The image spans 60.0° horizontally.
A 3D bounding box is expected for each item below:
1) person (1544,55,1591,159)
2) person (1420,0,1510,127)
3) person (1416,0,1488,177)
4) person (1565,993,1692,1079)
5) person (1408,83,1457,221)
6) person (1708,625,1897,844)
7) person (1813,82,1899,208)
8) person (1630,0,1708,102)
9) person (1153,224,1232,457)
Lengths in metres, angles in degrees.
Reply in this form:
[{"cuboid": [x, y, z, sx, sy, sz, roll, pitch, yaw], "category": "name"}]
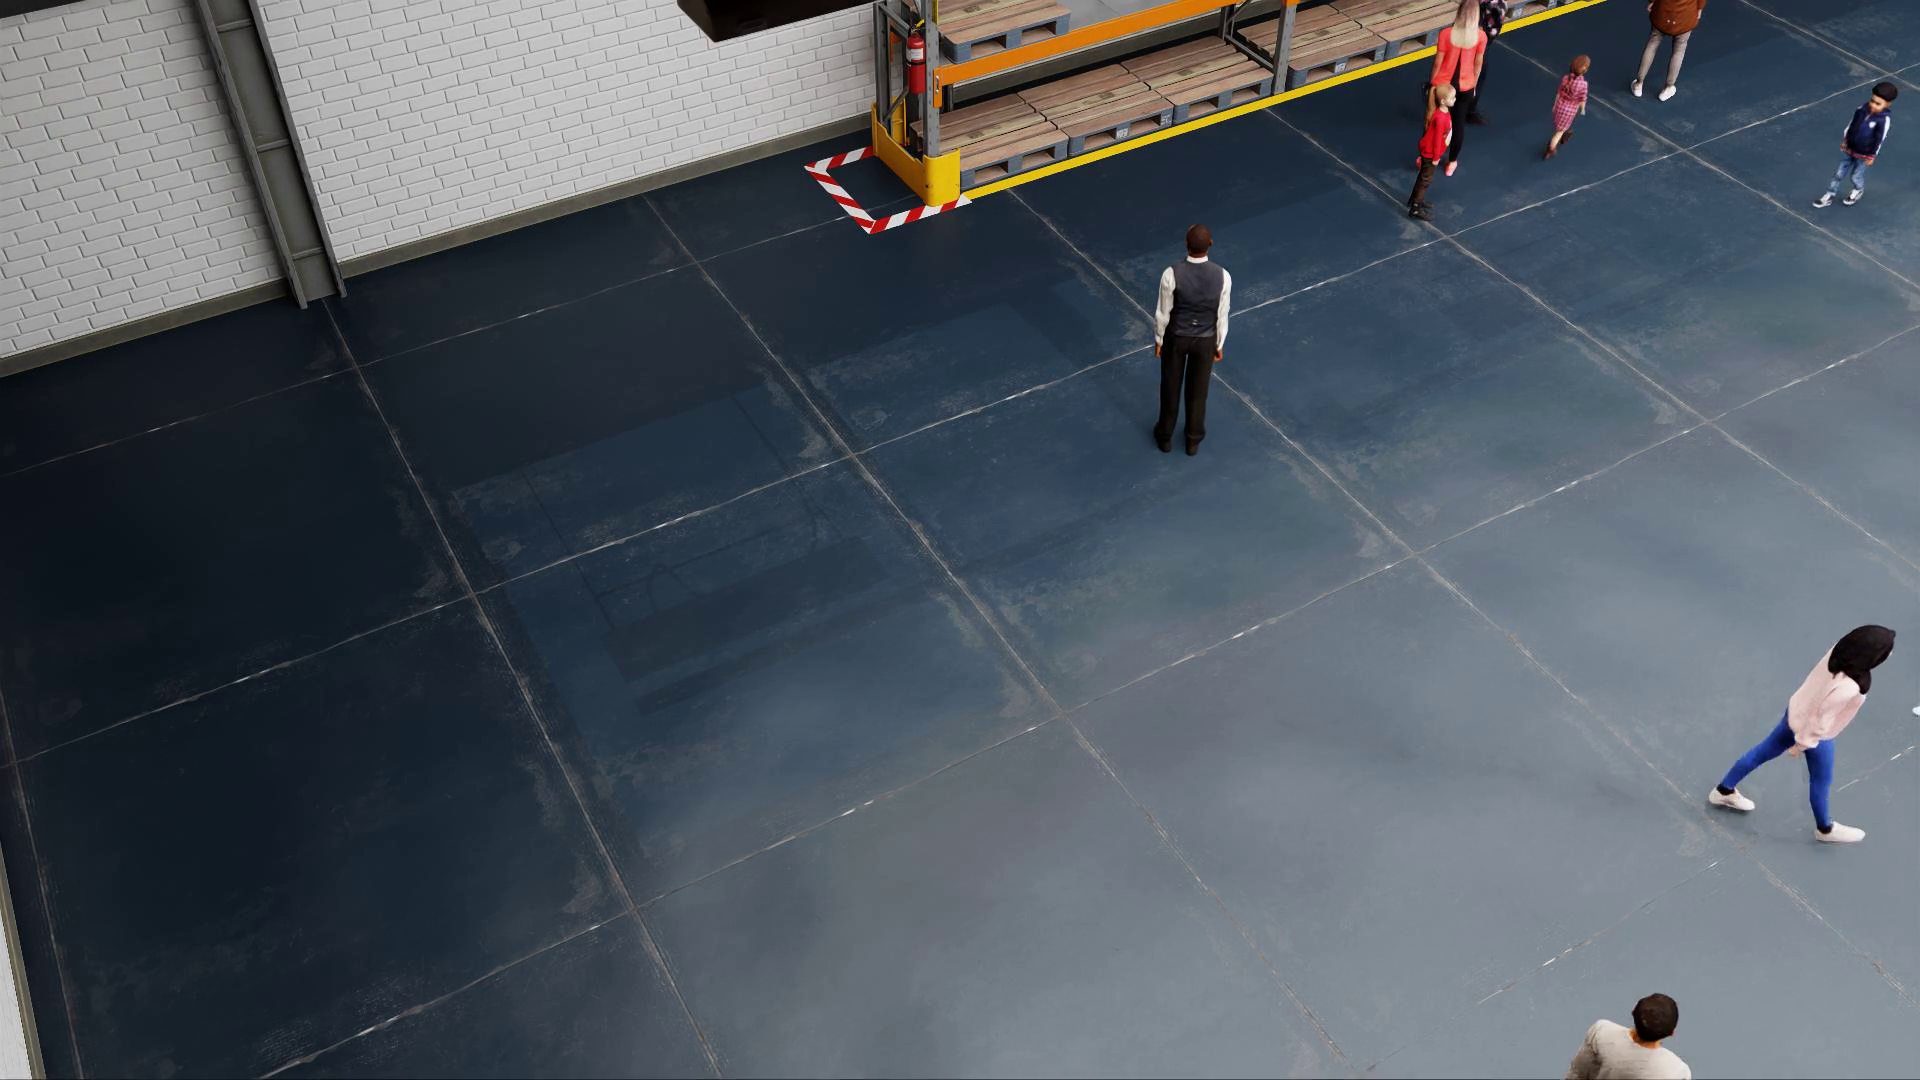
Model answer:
[{"cuboid": [5.666, -4.035, 15.577, 0.738, 1.002, 0.533, -33, 53, -30], "category": "person"}, {"cuboid": [4.856, -4.726, 15.825, 0.996, 1.660, 0.995, 14, 45, 14], "category": "person"}, {"cuboid": [4.488, -4.128, 15.174, 0.656, 1.694, 0.738, 6, 44, 6], "category": "person"}, {"cuboid": [3.058, 2.779, 7.865, 0.878, 1.774, 1.219, 32, 52, 29], "category": "person"}, {"cuboid": [4.199, -3.469, 14.780, 0.632, 1.282, 0.576, 9, 44, 9], "category": "person"}, {"cuboid": [4.852, 1.068, 9.700, 1.144, 1.721, 1.105, 12, 45, 12], "category": "person"}, {"cuboid": [8.107, -3.536, 14.899, 0.728, 1.215, 0.551, -19, 47, -19], "category": "person"}, {"cuboid": [6.960, -5.167, 16.159, 0.849, 1.839, 0.890, 19, 47, 19], "category": "person"}, {"cuboid": [1.686, -1.458, 12.211, 0.750, 1.914, 0.848, 4, 44, 4], "category": "person"}]
